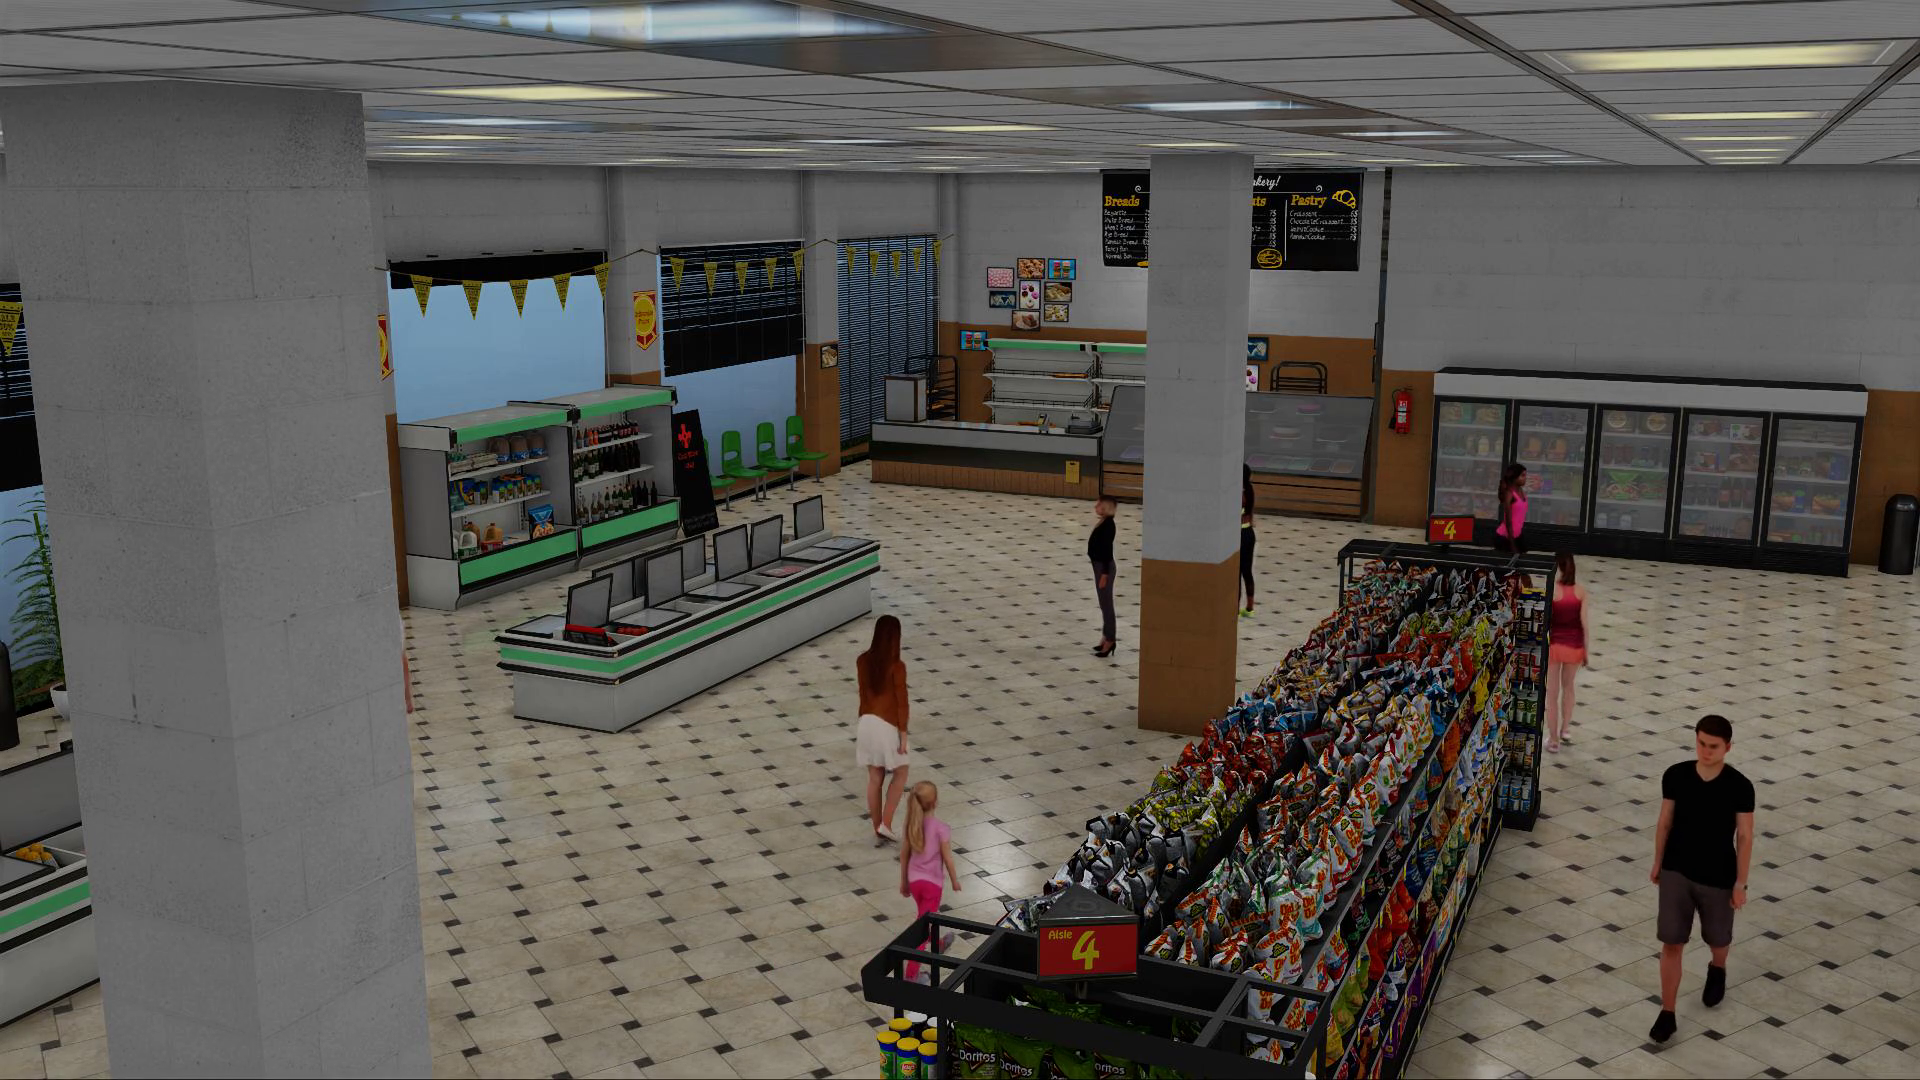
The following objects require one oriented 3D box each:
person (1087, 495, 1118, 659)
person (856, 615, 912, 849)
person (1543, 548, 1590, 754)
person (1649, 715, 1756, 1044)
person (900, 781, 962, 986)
[{"bbox_3d":[1.490,0.360,16.981,0.729,1.671,0.601,0,12,1],"label":"person"},{"bbox_3d":[-0.605,1.403,11.944,0.603,1.704,0.660,7,14,29],"label":"person"},{"bbox_3d":[5.091,0.950,14.006,0.685,1.741,0.722,0,12,2],"label":"person"},{"bbox_3d":[4.235,1.865,9.429,0.849,1.837,1.253,8,14,35],"label":"person"},{"bbox_3d":[-0.236,2.067,9.896,0.585,1.249,0.890,8,15,35],"label":"person"}]
